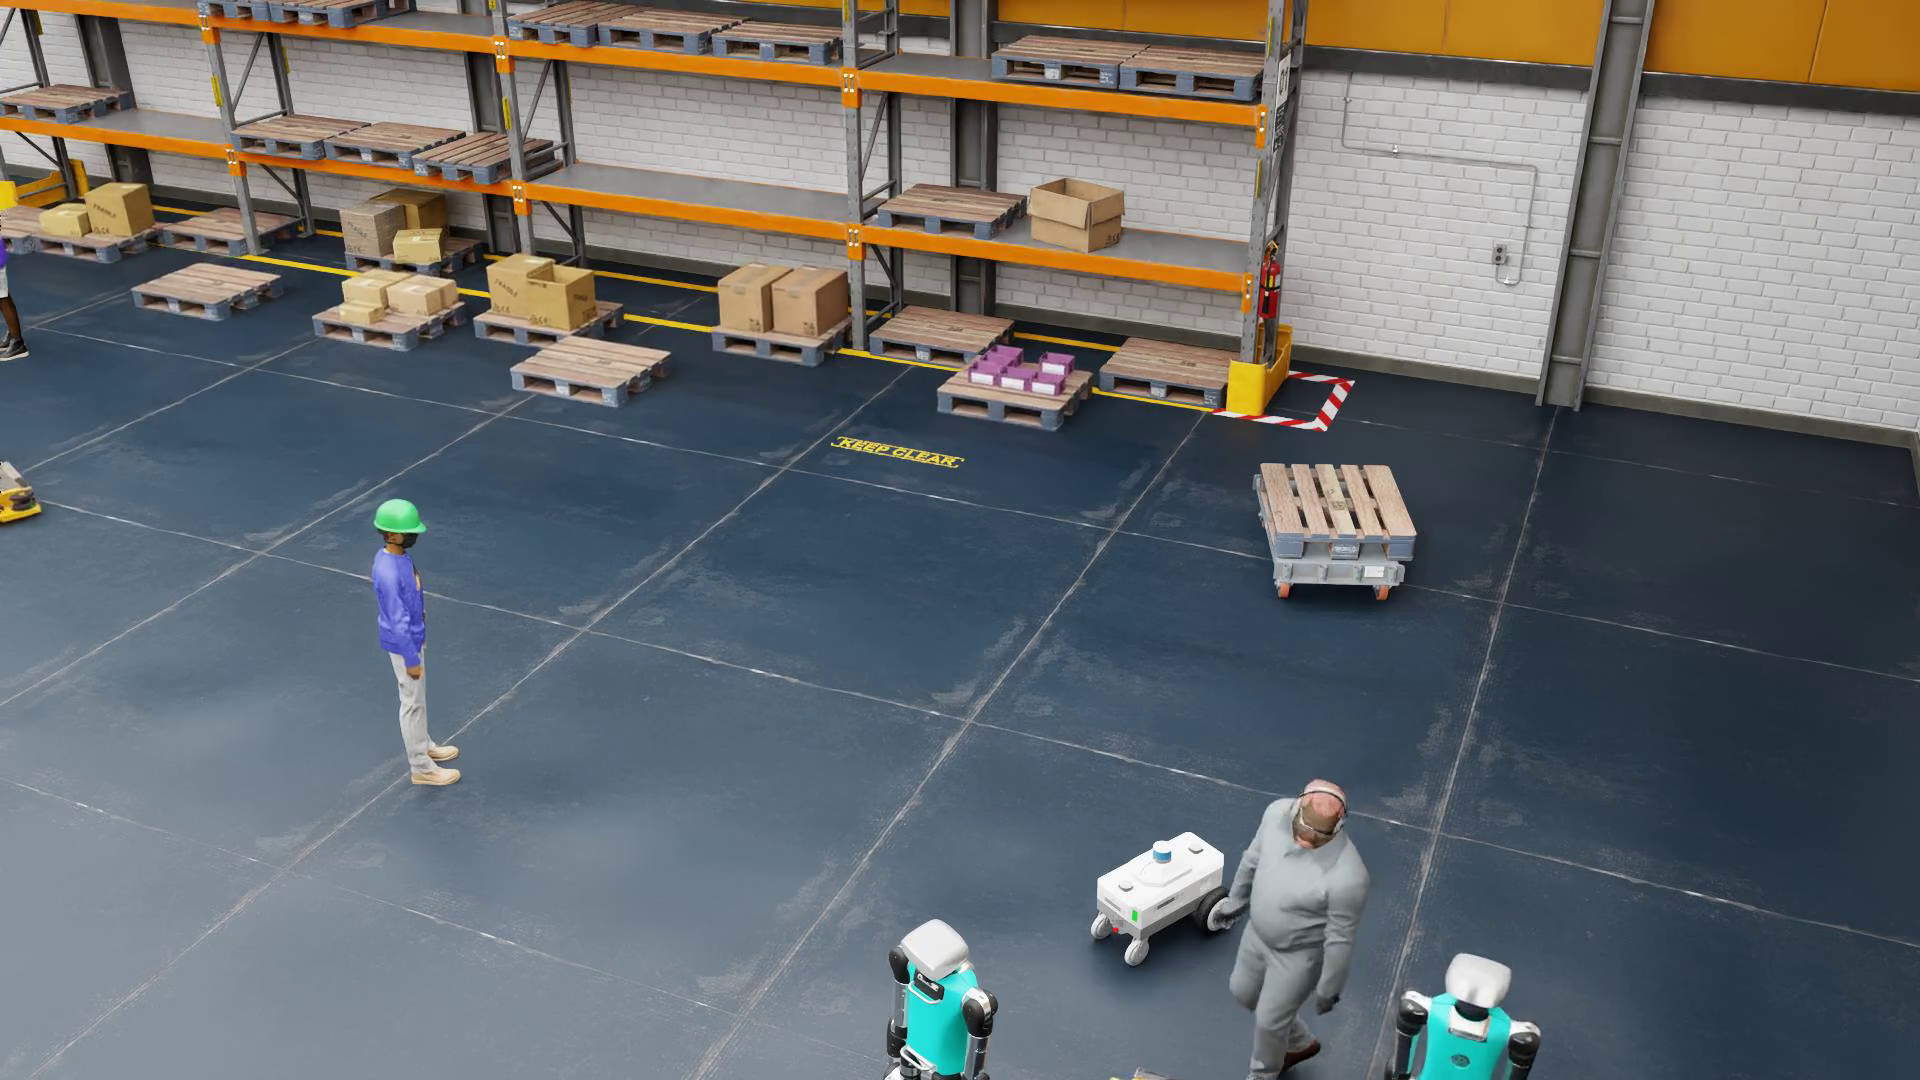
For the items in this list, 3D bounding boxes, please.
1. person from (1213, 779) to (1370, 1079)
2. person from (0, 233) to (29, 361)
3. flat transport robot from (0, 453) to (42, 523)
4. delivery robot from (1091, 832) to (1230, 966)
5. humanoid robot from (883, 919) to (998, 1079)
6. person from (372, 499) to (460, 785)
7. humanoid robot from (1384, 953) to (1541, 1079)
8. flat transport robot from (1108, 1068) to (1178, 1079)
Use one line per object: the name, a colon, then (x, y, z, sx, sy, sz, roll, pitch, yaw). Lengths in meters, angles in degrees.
person: (1.508, 1.842, 7.610, 0.539, 1.865, 0.683, -12, 30, -22)
person: (-9.600, -2.750, 16.414, 0.368, 1.966, 0.600, -14, 30, -25)
flat transport robot: (-8.181, -0.434, 13.773, 0.659, 0.231, 1.431, -22, 35, -36)
delivery robot: (1.079, 1.883, 8.954, 0.774, 0.581, 0.499, -20, 33, -33)
humanoid robot: (-0.242, 2.344, 6.640, 0.735, 1.677, 0.533, -24, 36, -38)
person: (-3.292, 0.612, 10.007, 0.361, 1.866, 0.459, -6, 28, -12)
humanoid robot: (2.012, 2.322, 6.841, 0.547, 1.803, 0.705, 10, 29, 18)
flat transport robot: (1.242, 2.830, 7.444, 1.431, 0.231, 0.659, 11, 29, 20)
